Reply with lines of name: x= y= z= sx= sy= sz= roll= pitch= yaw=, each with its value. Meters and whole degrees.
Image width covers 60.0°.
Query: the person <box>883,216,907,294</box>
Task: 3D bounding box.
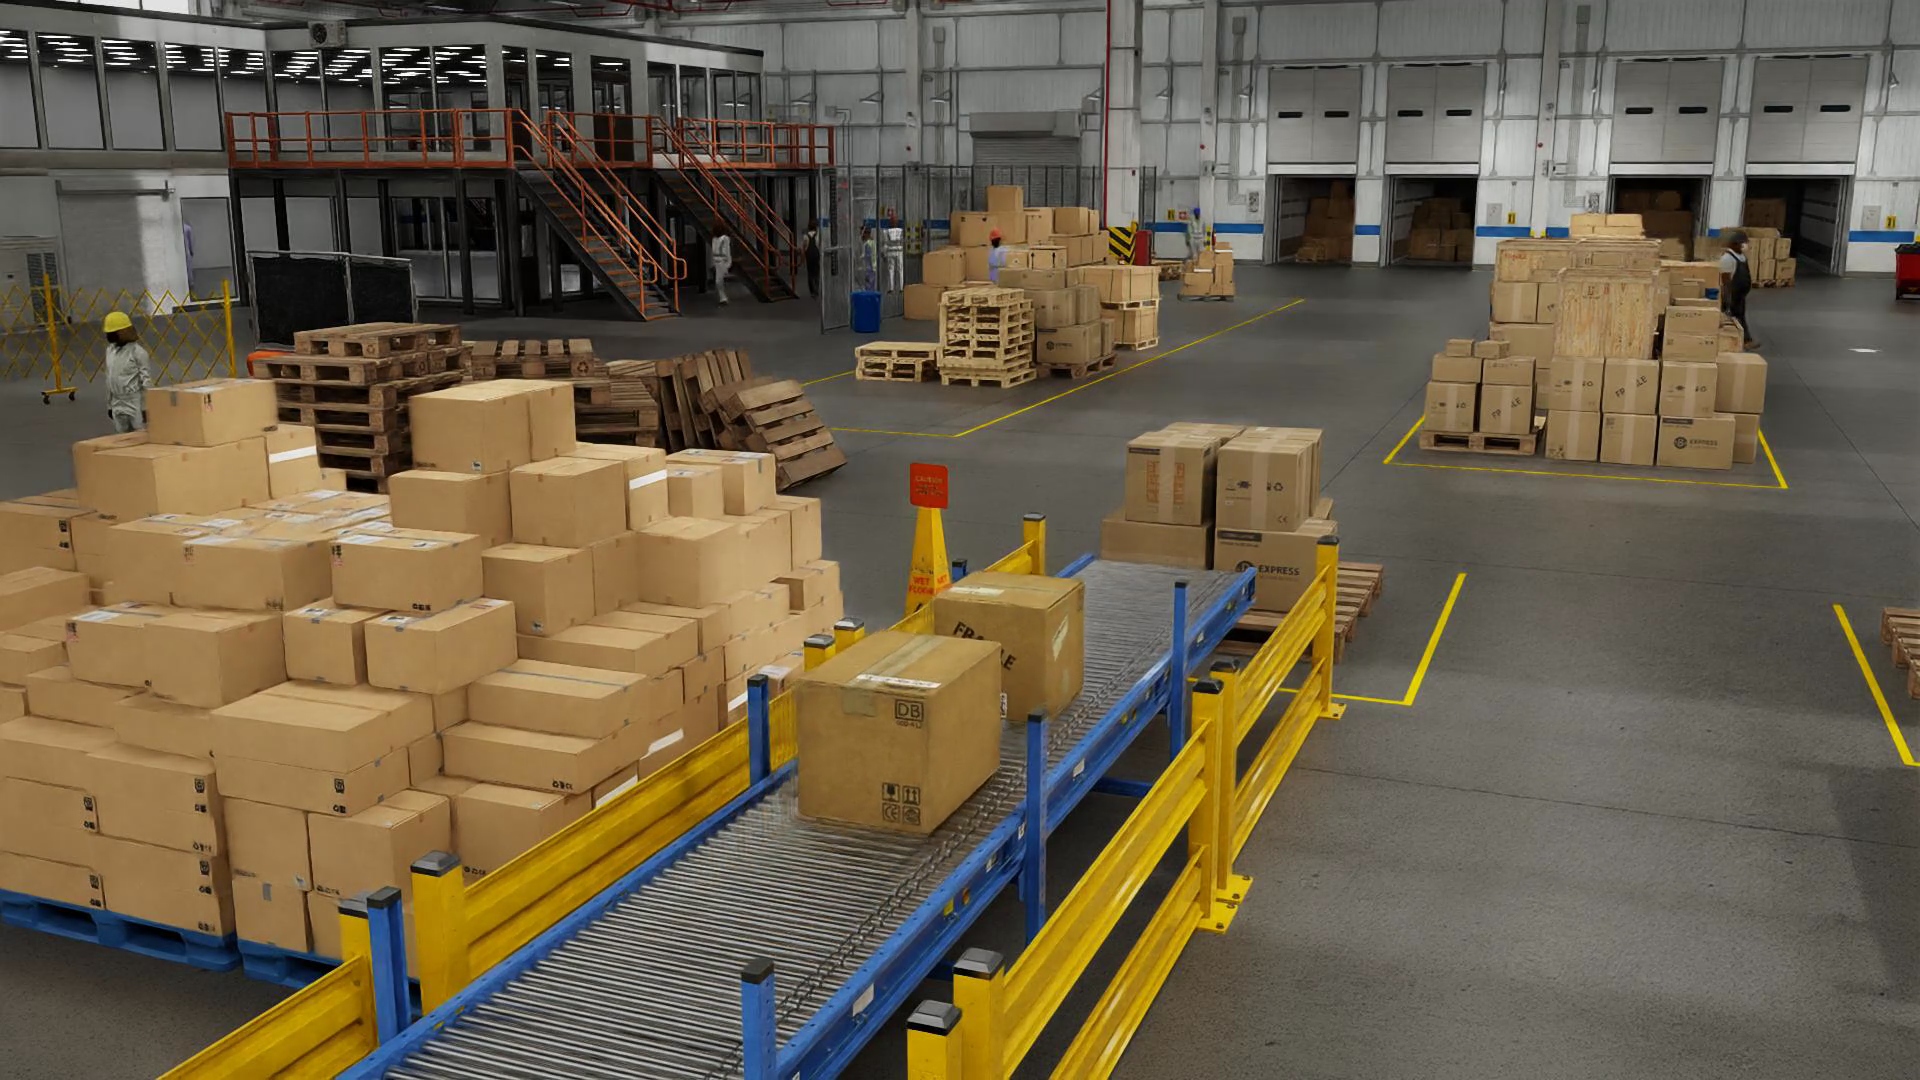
person: x=-1.590 y=-6.953 z=40.633 sx=0.575 sy=1.882 sz=0.355 roll=-2 pitch=13 yaw=-10

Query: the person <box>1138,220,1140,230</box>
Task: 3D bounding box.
person: x=5.348 y=-9.366 z=51.547 sx=0.633 sy=1.841 sz=0.429 roll=-8 pitch=15 yaw=-33

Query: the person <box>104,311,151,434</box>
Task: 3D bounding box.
person: x=-7.640 y=-1.226 z=15.269 sx=0.484 sy=1.740 sz=0.304 roll=4 pitch=13 yaw=19

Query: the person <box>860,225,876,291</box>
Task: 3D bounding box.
person: x=-1.840 y=-5.451 z=33.842 sx=0.388 sy=1.910 sz=0.591 roll=1 pitch=13 yaw=2

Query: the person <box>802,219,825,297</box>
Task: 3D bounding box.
person: x=-3.492 y=-6.707 z=39.633 sx=0.538 sy=1.832 sz=0.483 roll=0 pitch=13 yaw=0

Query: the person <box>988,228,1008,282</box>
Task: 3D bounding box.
person: x=0.784 y=-5.084 z=32.234 sx=0.941 sy=1.902 sz=0.550 roll=-10 pitch=16 yaw=-39

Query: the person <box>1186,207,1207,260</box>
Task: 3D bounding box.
person: x=6.957 y=-8.865 z=49.122 sx=0.612 sy=1.923 sz=0.707 roll=-2 pitch=13 yaw=-9

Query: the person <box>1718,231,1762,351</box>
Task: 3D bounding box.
person: x=12.915 y=-4.161 z=27.748 sx=0.702 sy=2.000 sz=0.994 roll=-10 pitch=16 yaw=-39

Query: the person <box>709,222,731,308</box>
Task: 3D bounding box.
person: x=-5.306 y=-6.002 z=36.404 sx=0.581 sy=1.862 sz=0.600 roll=-12 pitch=17 yaw=-43
